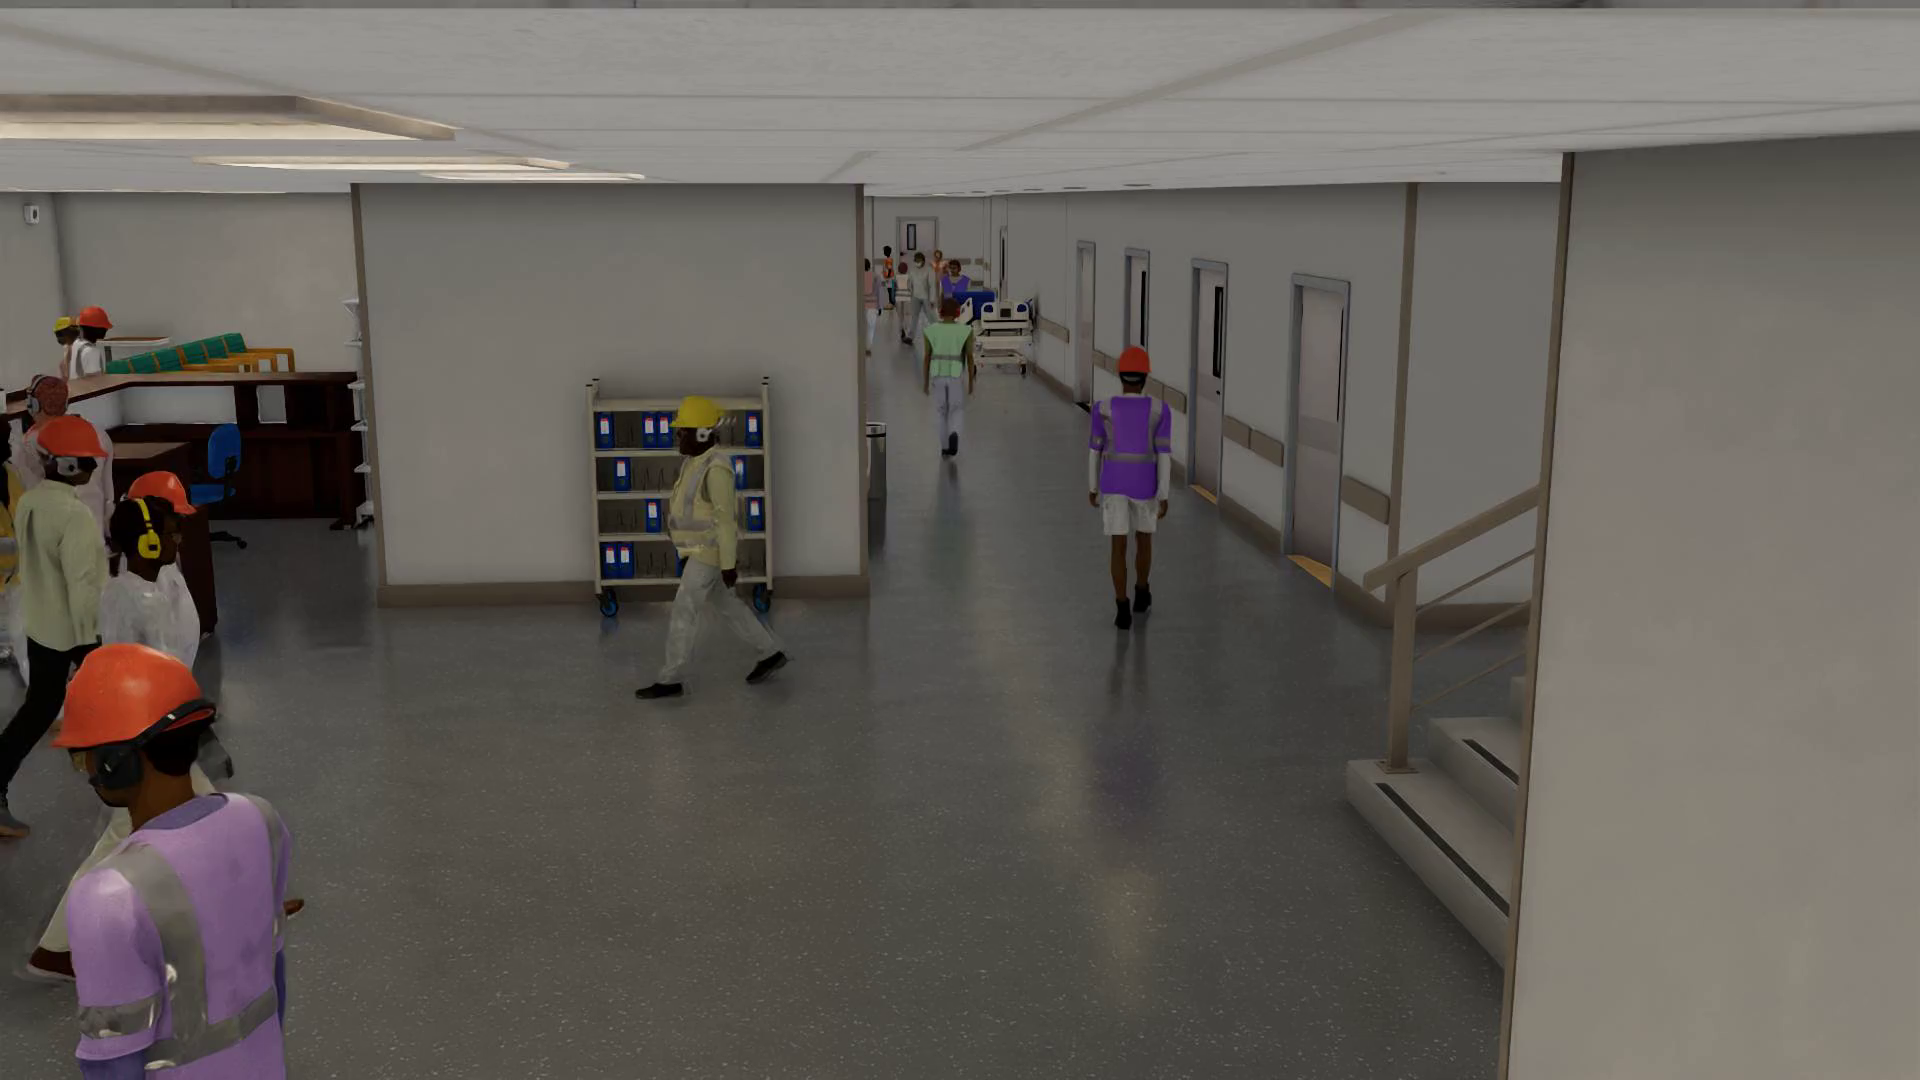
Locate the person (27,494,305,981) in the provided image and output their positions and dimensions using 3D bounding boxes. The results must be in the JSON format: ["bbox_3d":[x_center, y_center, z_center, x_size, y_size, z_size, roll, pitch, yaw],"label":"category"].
[{"bbox_3d":[-3.104,0.739,6.315,1.006,1.824,0.529,-8,14,-35],"label":"person"}]

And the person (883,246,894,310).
[{"bbox_3d":[-1.910,-7.004,44.439,0.319,1.694,0.533,-1,12,-5],"label":"person"}]

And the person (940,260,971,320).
[{"bbox_3d":[-0.088,-4.174,30.258,0.564,1.837,0.388,2,12,11],"label":"person"}]

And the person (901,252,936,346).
[{"bbox_3d":[-0.784,-4.848,33.500,0.657,1.854,1.097,6,13,29],"label":"person"}]

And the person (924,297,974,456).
[{"bbox_3d":[-0.136,-1.838,18.906,0.570,1.818,0.662,1,12,7],"label":"person"}]

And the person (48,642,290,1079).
[{"bbox_3d":[-1.634,1.209,3.497,0.420,2.032,0.612,2,12,8],"label":"person"}]

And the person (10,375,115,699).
[{"bbox_3d":[-5.267,-0.016,9.767,0.406,1.911,0.636,5,13,23],"label":"person"}]

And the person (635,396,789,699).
[{"bbox_3d":[-1.462,0.033,9.838,0.926,1.799,0.595,-4,12,-18],"label":"person"}]

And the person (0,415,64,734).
[{"bbox_3d":[-5.266,0.206,8.996,0.917,1.800,0.631,3,12,15],"label":"person"}]

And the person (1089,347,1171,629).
[{"bbox_3d":[1.180,-0.386,11.576,0.566,1.900,0.878,2,12,8],"label":"person"}]

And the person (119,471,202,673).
[{"bbox_3d":[-3.485,0.563,7.324,0.339,1.747,0.563,-7,13,-29],"label":"person"}]

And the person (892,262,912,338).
[{"bbox_3d":[-1.204,-5.053,35.090,0.511,1.614,0.660,3,12,12],"label":"person"}]

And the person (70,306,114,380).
[{"bbox_3d":[-8.283,-1.295,16.014,0.653,1.906,0.579,-9,14,-36],"label":"person"}]

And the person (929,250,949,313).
[{"bbox_3d":[-0.550,-6.715,43.182,0.518,1.629,0.398,4,12,20],"label":"person"}]
